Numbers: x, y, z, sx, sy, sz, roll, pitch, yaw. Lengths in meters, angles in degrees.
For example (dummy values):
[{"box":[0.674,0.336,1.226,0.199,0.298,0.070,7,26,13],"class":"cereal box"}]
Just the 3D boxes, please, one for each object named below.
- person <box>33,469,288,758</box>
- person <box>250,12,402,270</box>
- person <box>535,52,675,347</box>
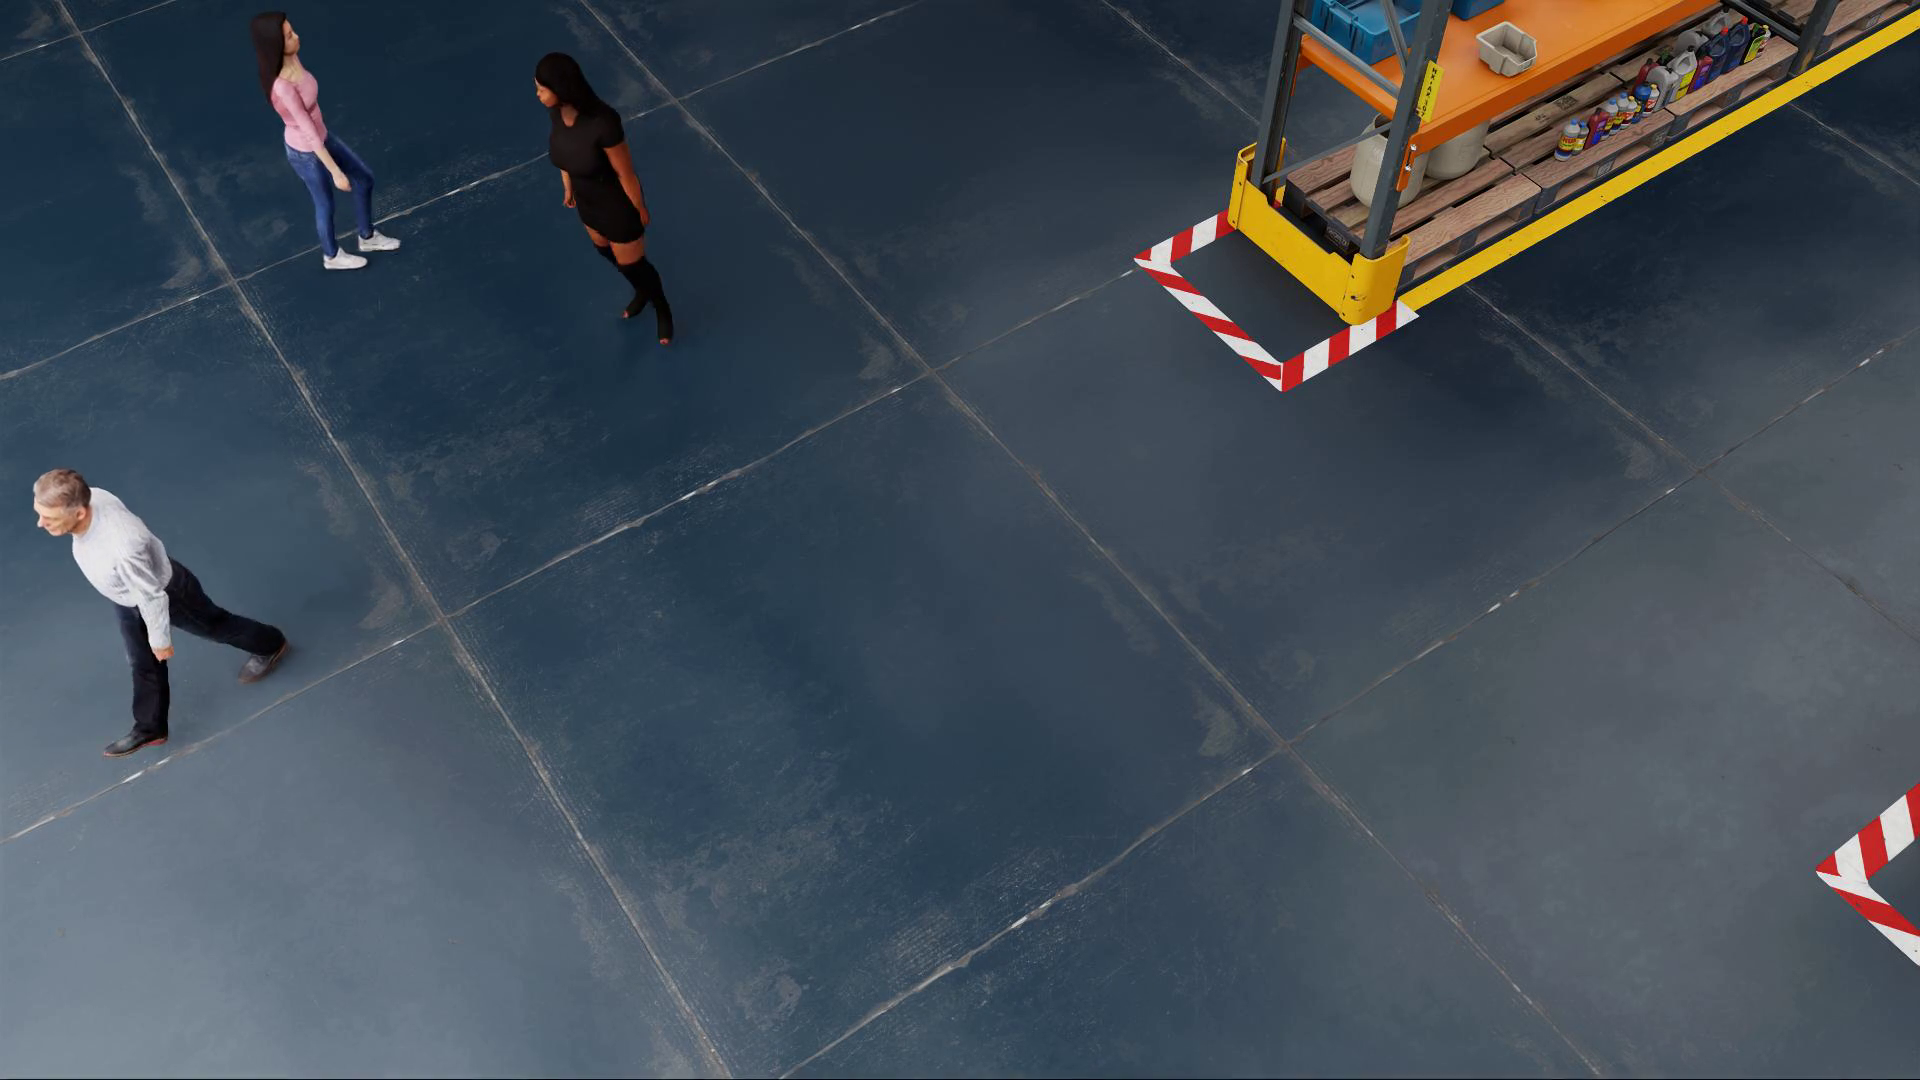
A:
[{"box":[-3.533,0.200,7.460,0.906,1.760,1.266,32,59,22],"class":"person"},{"box":[-3.703,-2.177,9.321,0.802,1.728,0.732,-3,52,-3],"class":"person"},{"box":[-1.855,-1.847,9.009,0.835,1.816,0.767,23,56,17],"class":"person"}]
